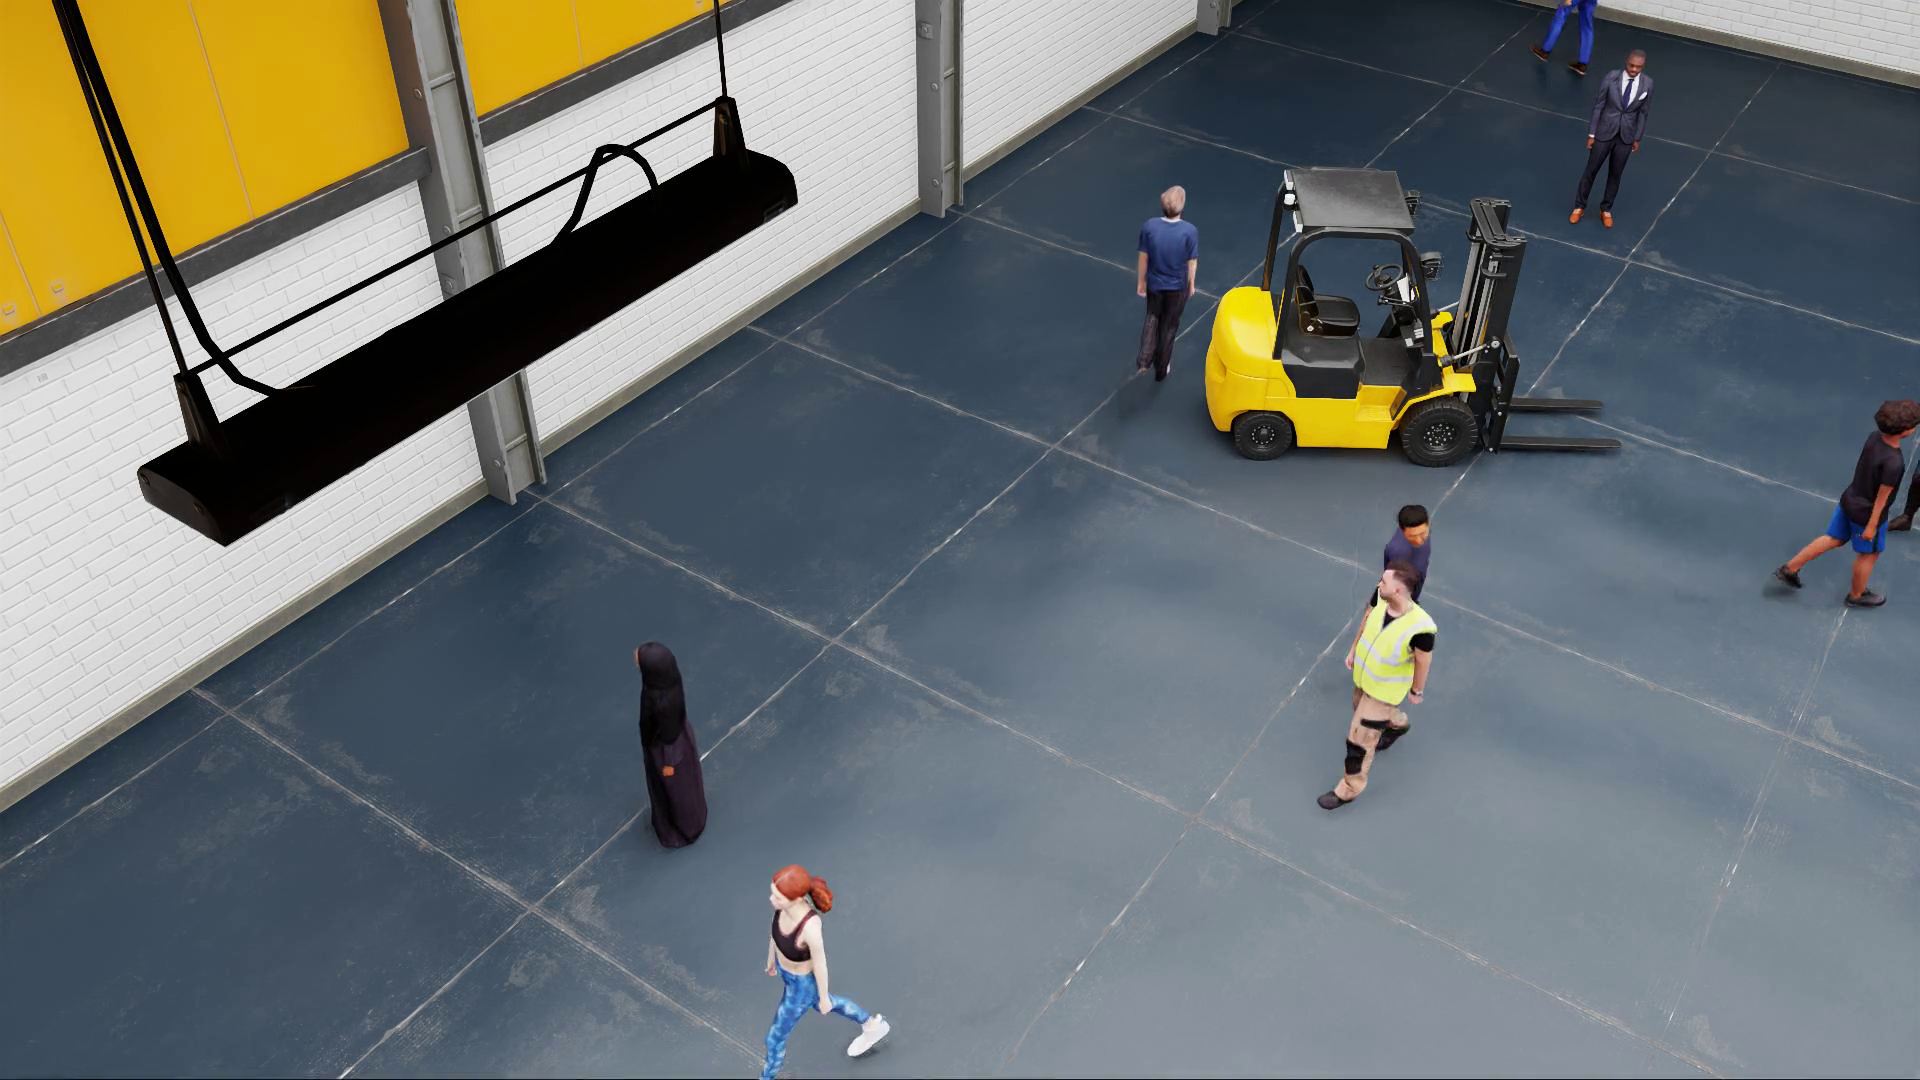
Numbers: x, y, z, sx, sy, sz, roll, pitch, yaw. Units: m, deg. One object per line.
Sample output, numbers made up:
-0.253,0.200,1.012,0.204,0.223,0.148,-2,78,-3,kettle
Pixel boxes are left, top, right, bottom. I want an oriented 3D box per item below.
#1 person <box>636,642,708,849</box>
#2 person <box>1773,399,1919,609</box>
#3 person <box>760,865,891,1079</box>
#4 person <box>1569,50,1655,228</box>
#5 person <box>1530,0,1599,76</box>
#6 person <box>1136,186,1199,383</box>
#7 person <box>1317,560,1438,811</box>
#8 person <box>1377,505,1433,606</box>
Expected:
-1.795,1.230,10.278,0.779,1.615,0.717,-6,39,-7,person
6.452,-0.245,11.995,1.038,1.776,1.088,1,39,2,person
-0.762,2.316,8.819,1.299,1.738,0.973,-19,42,-22,person
6.581,-4.069,16.743,0.772,1.826,0.744,9,39,11,person
7.429,-6.438,19.708,1.133,1.828,1.104,-18,42,-21,person
1.760,-2.141,14.305,0.740,1.856,0.778,14,41,17,person
2.725,0.857,10.610,1.228,1.782,1.050,-19,42,-22,person
2.904,0.411,11.207,0.819,1.733,0.577,11,40,13,person
